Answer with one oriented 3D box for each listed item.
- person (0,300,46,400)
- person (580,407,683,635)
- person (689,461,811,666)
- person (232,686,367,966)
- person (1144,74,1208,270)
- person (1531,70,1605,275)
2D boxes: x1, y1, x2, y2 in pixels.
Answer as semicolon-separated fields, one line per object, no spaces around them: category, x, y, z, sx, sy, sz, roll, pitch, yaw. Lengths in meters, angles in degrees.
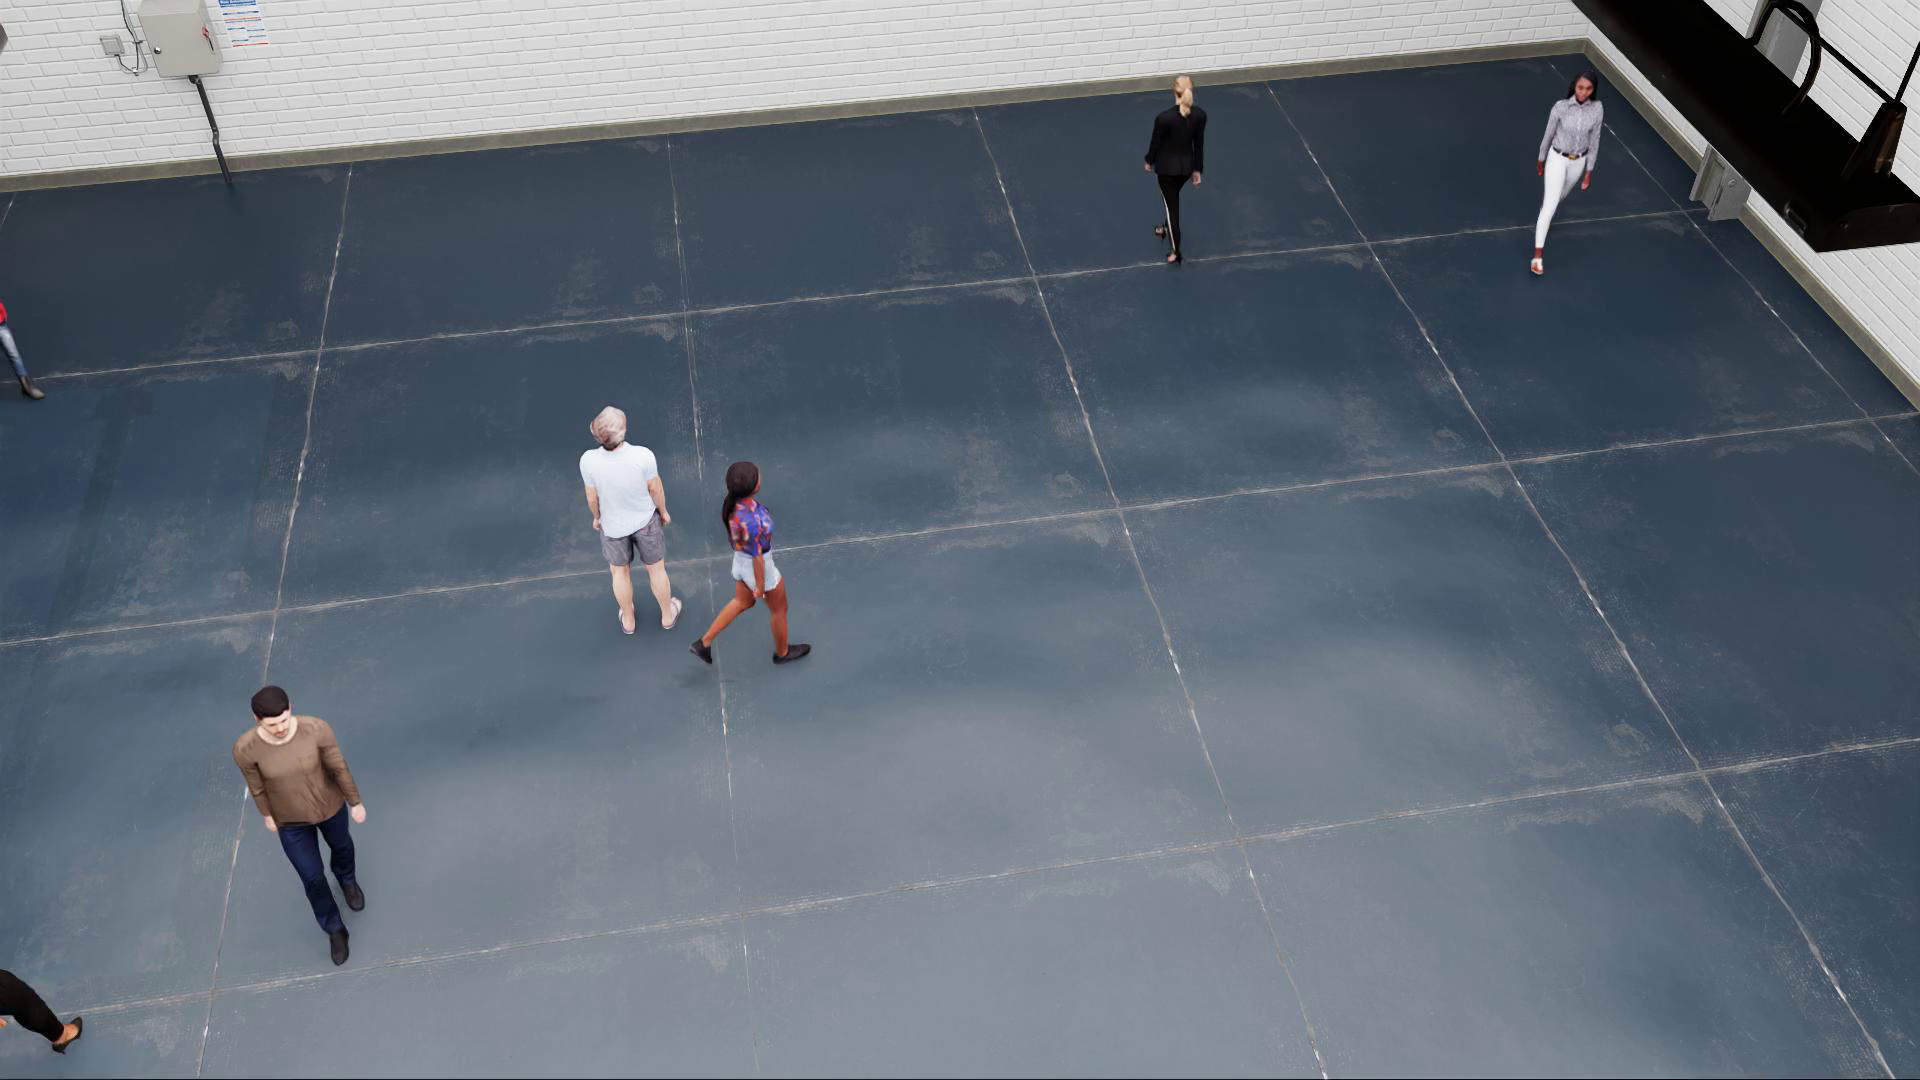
person;-7.471;-1.635;12.709;0.856;1.300;0.805;24;48;23
person;-2.133;-0.110;10.723;0.662;1.832;0.565;-4;44;-4
person;-1.388;0.205;10.473;0.851;1.721;1.018;-18;47;-18
person;-3.583;1.401;9.111;0.831;1.866;0.990;-20;47;-19
person;1.826;-3.018;13.885;0.686;1.680;0.882;-15;46;-15
person;5.119;-3.200;14.074;0.834;1.683;1.247;5;44;5
